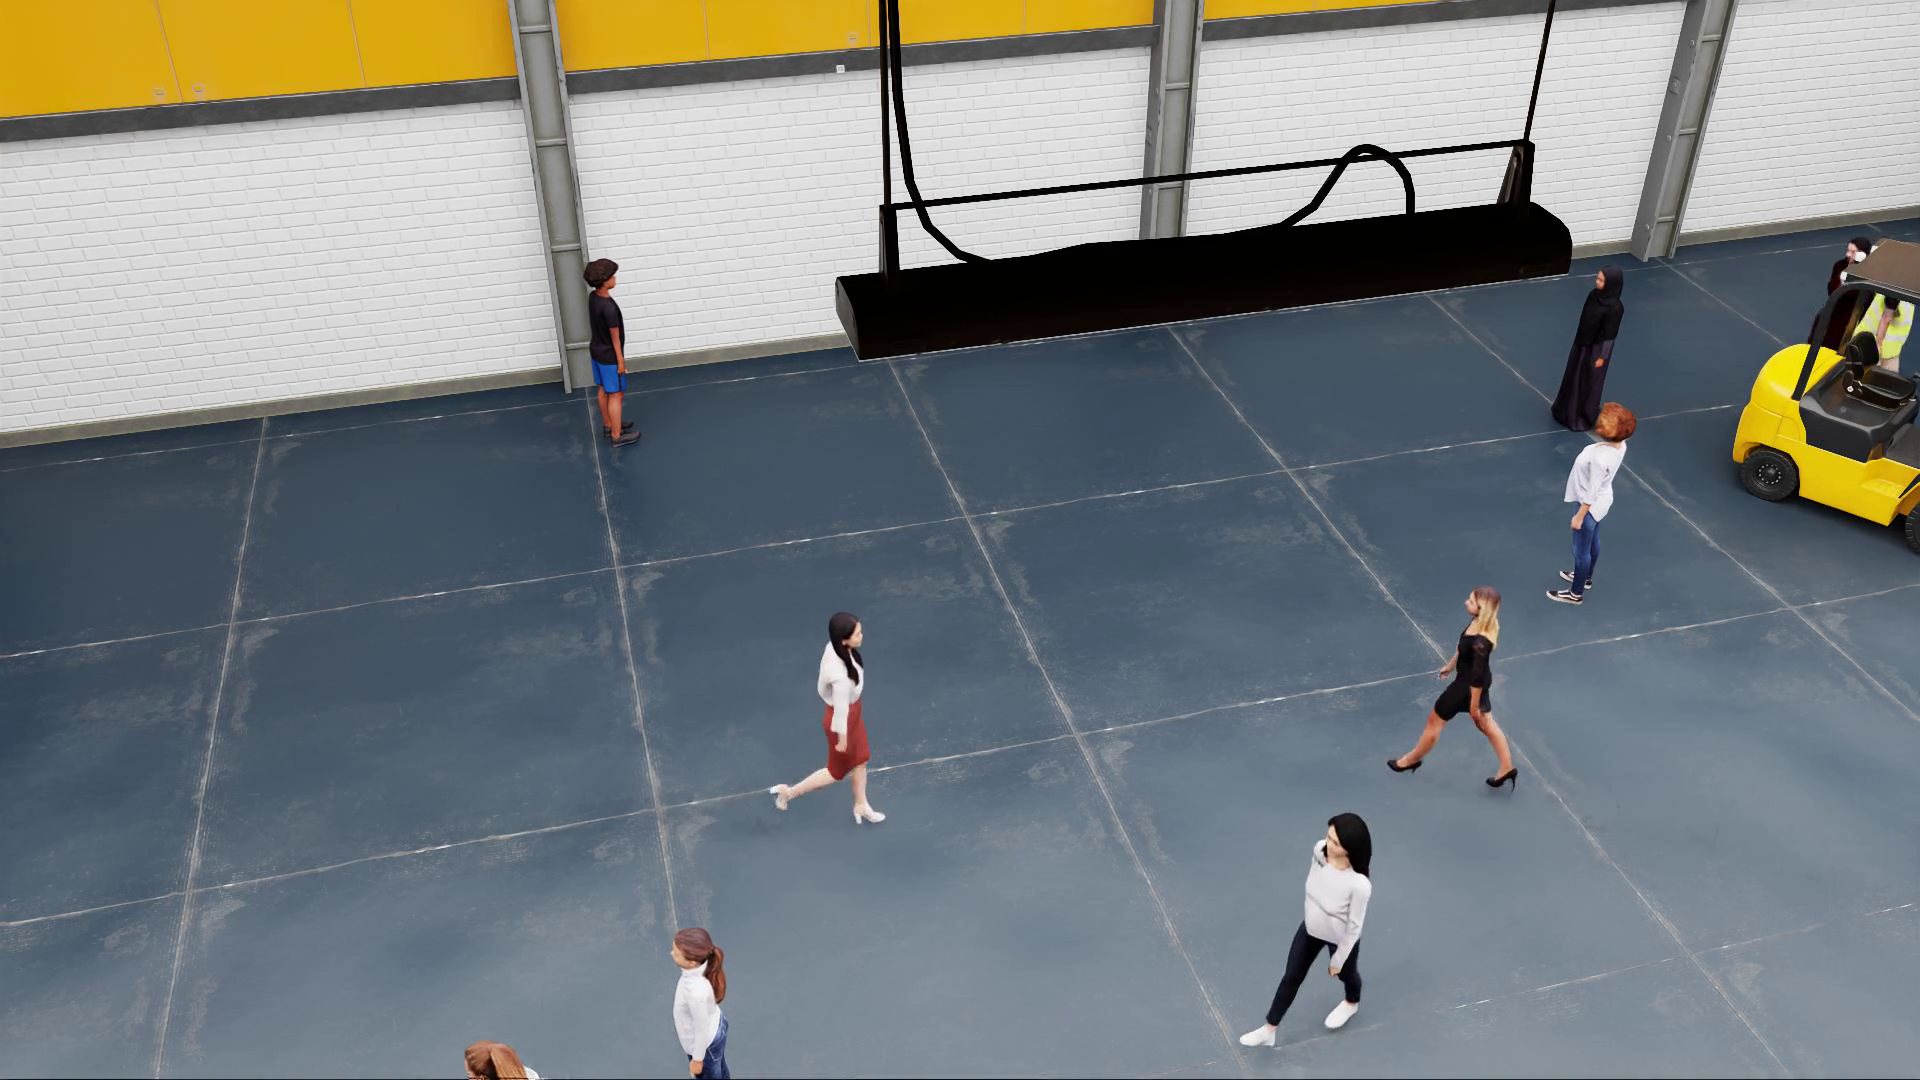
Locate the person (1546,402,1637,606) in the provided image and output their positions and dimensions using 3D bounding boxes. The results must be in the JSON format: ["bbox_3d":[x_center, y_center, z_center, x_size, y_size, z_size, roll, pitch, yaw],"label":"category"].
[{"bbox_3d":[4.957,-0.293,12.979,0.803,1.710,0.727,22,39,29],"label":"person"}]

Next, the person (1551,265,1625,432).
[{"bbox_3d":[5.839,-1.792,15.321,0.570,1.614,0.589,-8,34,-12],"label":"person"}]

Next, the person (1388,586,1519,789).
[{"bbox_3d":[3.481,1.023,11.073,1.118,1.629,0.986,13,36,19],"label":"person"}]

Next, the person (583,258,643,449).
[{"bbox_3d":[-3.186,-1.697,15.015,0.656,1.795,0.650,-21,39,-28],"label":"person"}]

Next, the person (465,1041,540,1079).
[{"bbox_3d":[-1.990,3.037,7.983,1.132,1.695,0.962,2,34,3],"label":"person"}]

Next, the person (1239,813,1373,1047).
[{"bbox_3d":[2.153,2.171,9.314,1.129,1.663,0.836,-20,38,-27],"label":"person"}]

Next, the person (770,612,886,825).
[{"bbox_3d":[-0.835,1.197,10.716,1.037,1.732,0.754,-1,34,-2],"label":"person"}]

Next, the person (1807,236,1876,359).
[{"bbox_3d":[8.357,-2.034,15.580,0.719,1.731,0.699,-13,36,-19],"label":"person"}]

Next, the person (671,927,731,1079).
[{"bbox_3d":[-1.338,2.604,8.757,0.571,1.558,0.564,-3,34,-4],"label":"person"}]
